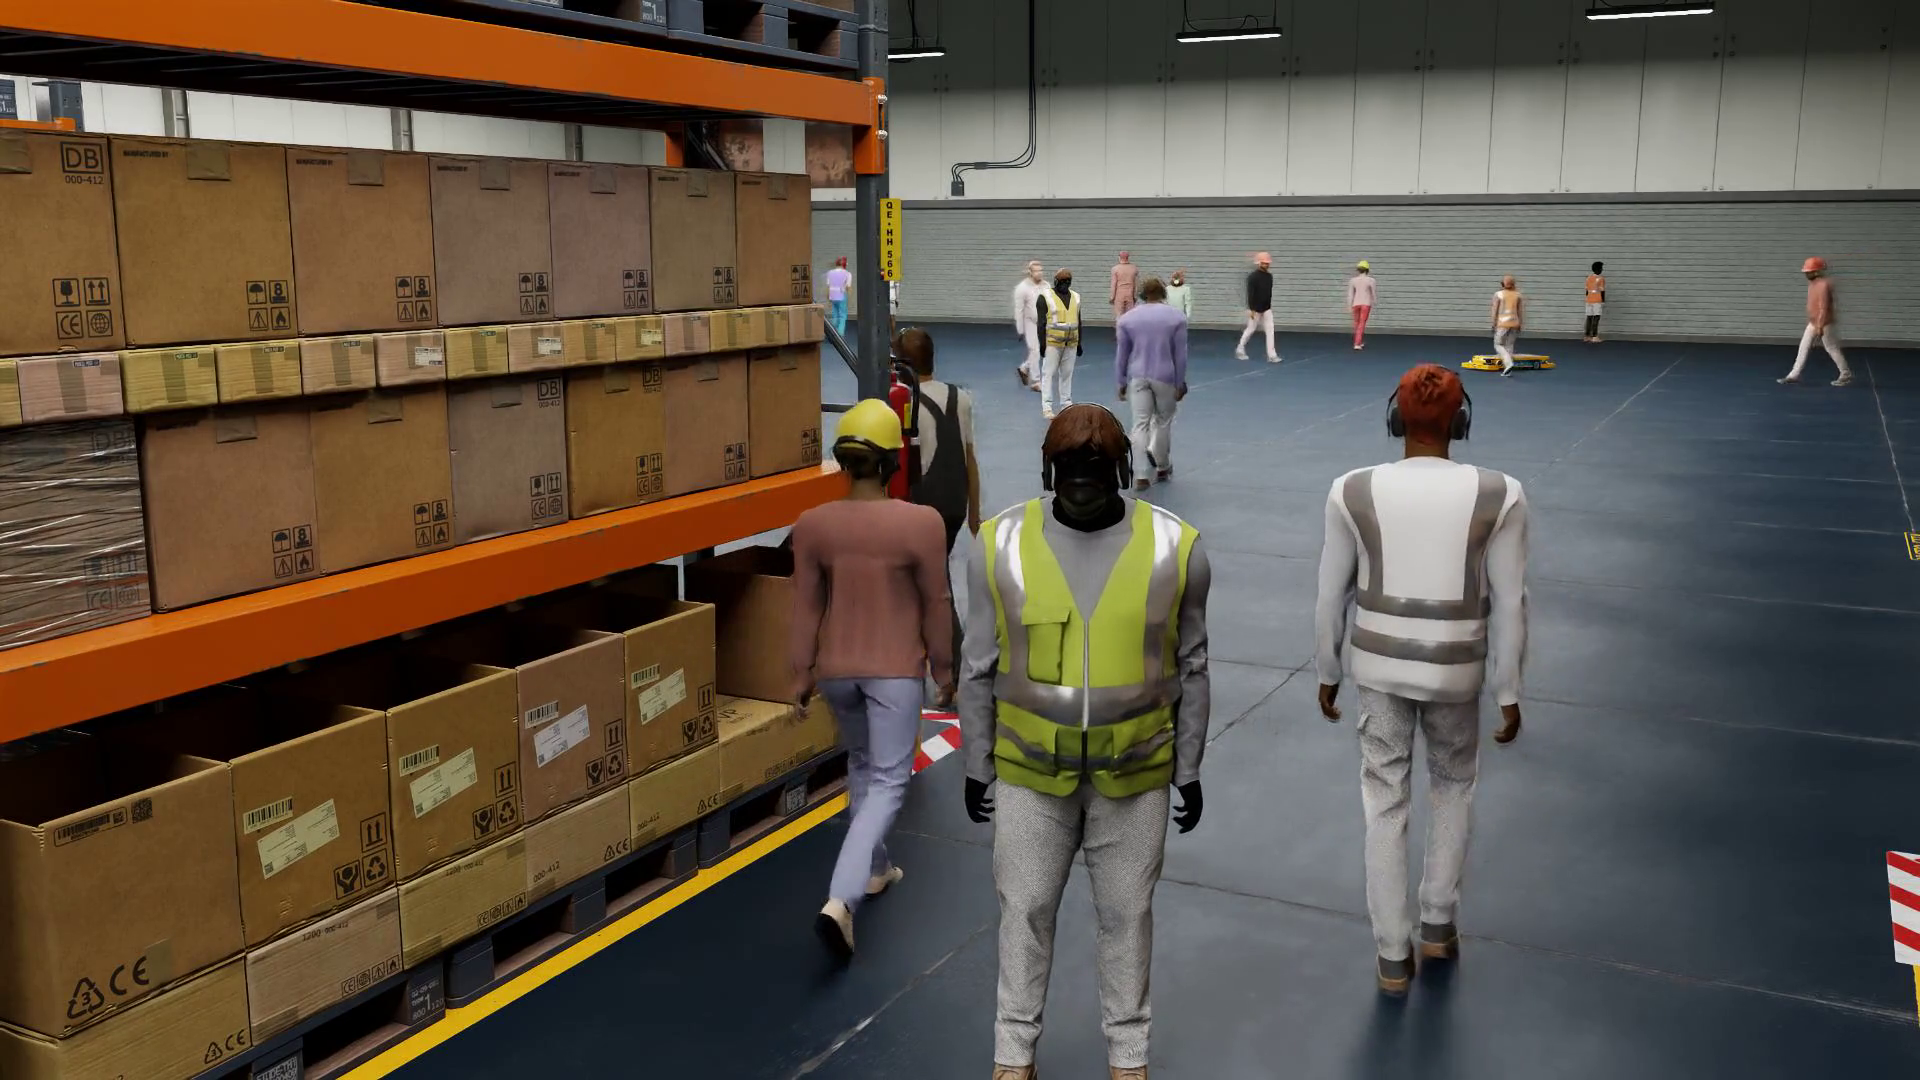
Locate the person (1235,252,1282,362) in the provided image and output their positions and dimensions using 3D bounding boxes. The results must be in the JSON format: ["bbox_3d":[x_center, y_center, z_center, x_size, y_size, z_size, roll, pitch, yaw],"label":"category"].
[{"bbox_3d":[5.320,-4.157,29.674,0.636,1.952,1.017,-7,13,-35],"label":"person"}]

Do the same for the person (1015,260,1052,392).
[{"bbox_3d":[1.058,-3.087,24.006,0.653,1.884,0.694,-8,13,-39],"label":"person"}]

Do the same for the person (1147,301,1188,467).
[{"bbox_3d":[1.939,-1.524,16.201,0.533,1.617,0.650,8,13,37],"label":"person"}]

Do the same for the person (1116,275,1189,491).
[{"bbox_3d":[1.721,-1.417,14.906,0.645,1.877,0.990,3,11,14],"label":"person"}]

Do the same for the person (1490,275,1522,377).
[{"bbox_3d":[8.656,-3.372,26.266,0.542,1.620,0.424,-3,11,-16],"label":"person"}]

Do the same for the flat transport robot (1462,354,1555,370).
[{"bbox_3d":[9.199,-2.991,27.881,1.431,0.197,0.652,-5,11,-23],"label":"flat transport robot"}]

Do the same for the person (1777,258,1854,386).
[{"bbox_3d":[12.856,-3.238,24.776,1.052,1.918,0.654,1,10,3],"label":"person"}]

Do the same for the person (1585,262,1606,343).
[{"bbox_3d":[13.341,-4.967,34.833,0.441,1.692,0.560,-3,11,-18],"label":"person"}]

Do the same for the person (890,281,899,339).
[{"bbox_3d":[-1.508,-4.923,33.869,0.551,1.936,0.356,-5,11,-25],"label":"person"}]

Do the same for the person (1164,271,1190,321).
[{"bbox_3d":[4.016,-4.176,30.766,0.507,1.587,0.854,3,11,14],"label":"person"}]

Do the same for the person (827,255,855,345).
[{"bbox_3d":[-2.438,-4.842,33.731,0.572,1.834,0.431,8,13,36],"label":"person"}]

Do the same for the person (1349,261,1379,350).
[{"bbox_3d":[7.960,-4.606,32.738,0.532,1.724,0.900,8,13,39],"label":"person"}]

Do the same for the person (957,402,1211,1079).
[{"bbox_3d":[0.308,0.571,4.172,0.633,1.841,0.429,1,10,4],"label":"person"}]

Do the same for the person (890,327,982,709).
[{"bbox_3d":[-0.213,-0.113,7.999,0.534,1.802,0.884,-10,14,-42],"label":"person"}]

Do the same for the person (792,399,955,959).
[{"bbox_3d":[-0.311,0.421,5.306,0.514,1.740,0.844,4,11,23],"label":"person"}]

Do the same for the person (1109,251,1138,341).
[{"bbox_3d":[3.467,-5.186,35.392,0.651,1.906,0.402,-4,11,-22],"label":"person"}]

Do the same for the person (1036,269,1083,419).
[{"bbox_3d":[1.237,-2.397,20.378,0.622,1.838,0.429,-5,12,-27],"label":"person"}]

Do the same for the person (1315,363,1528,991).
[{"bbox_3d":[1.387,0.395,5.055,0.606,1.865,0.644,3,11,16],"label":"person"}]
